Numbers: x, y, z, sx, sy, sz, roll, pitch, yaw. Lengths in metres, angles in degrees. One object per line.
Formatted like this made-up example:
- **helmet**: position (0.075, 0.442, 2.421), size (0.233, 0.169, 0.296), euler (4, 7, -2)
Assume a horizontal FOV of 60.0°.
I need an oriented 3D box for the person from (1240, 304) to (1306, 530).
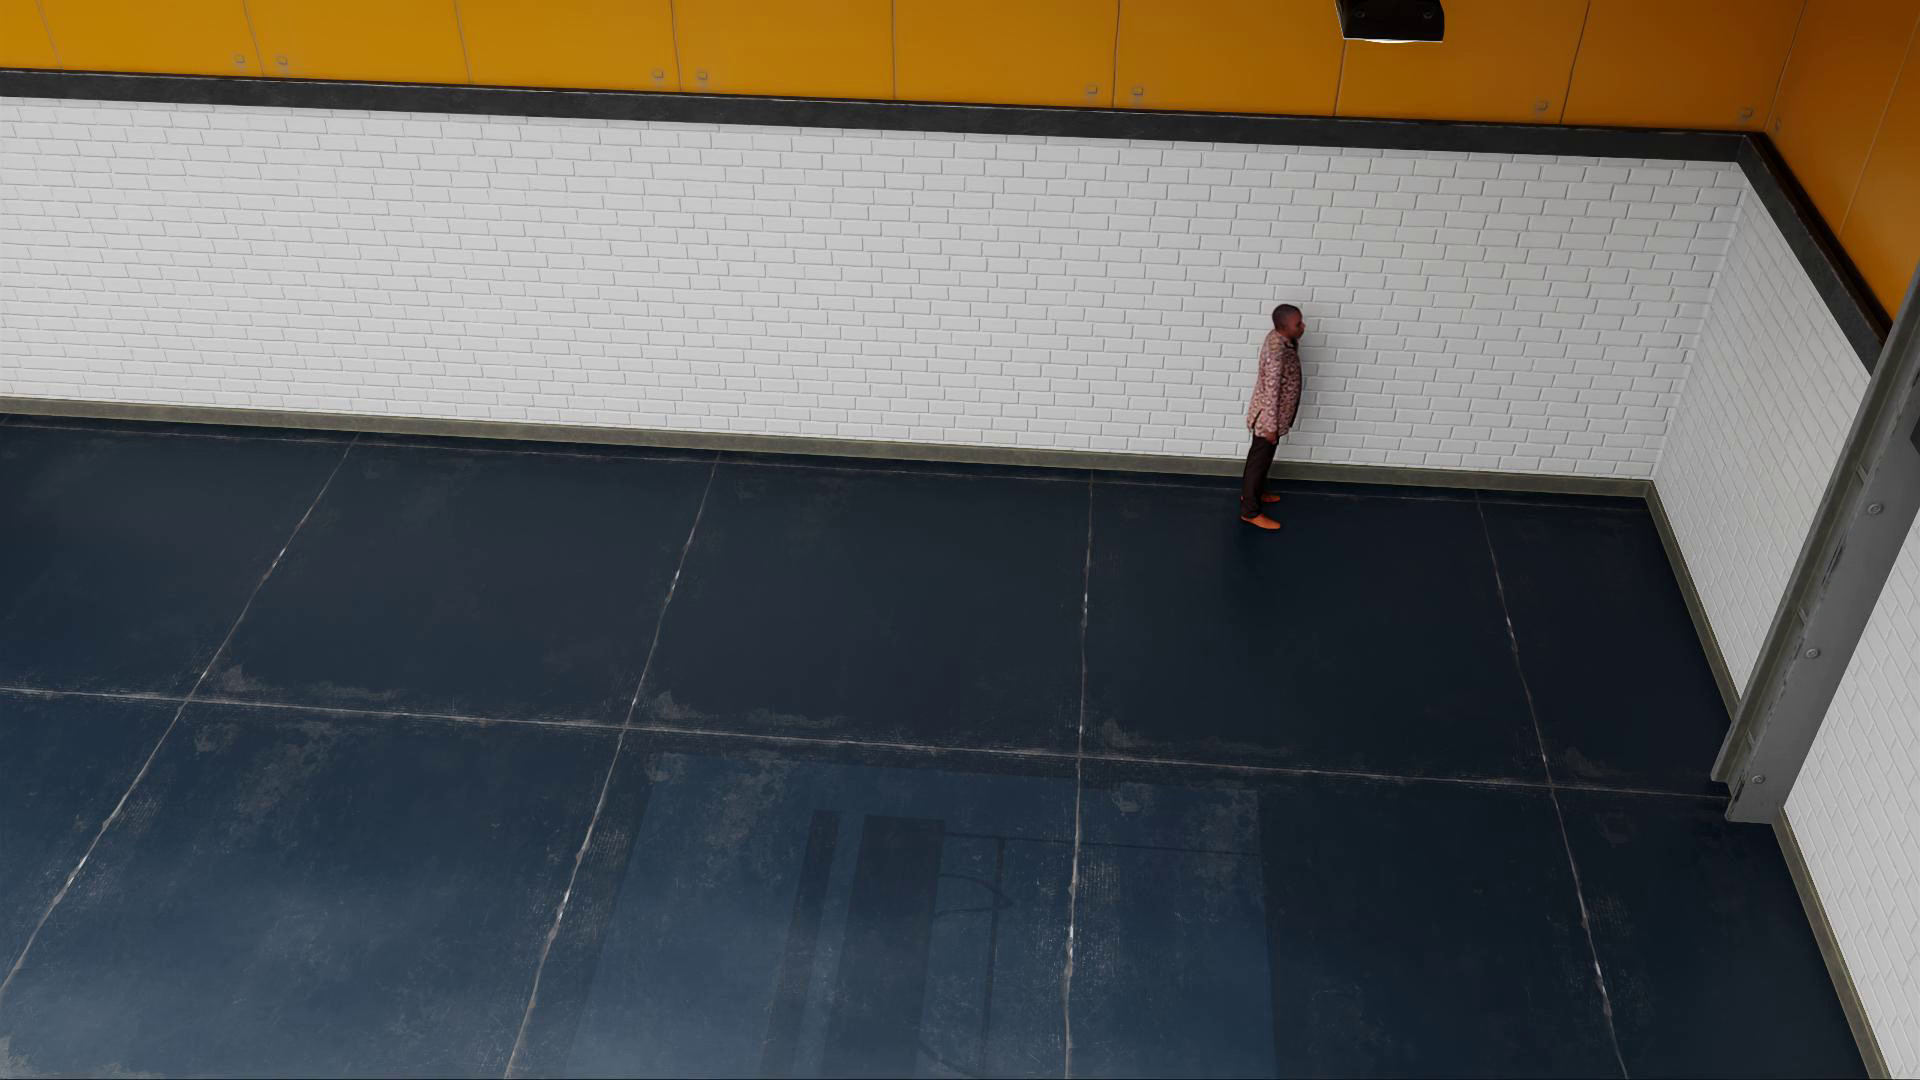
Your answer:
- **person**: position (2.278, -0.946, 12.274), size (0.774, 1.808, 0.583), euler (9, 39, 10)
